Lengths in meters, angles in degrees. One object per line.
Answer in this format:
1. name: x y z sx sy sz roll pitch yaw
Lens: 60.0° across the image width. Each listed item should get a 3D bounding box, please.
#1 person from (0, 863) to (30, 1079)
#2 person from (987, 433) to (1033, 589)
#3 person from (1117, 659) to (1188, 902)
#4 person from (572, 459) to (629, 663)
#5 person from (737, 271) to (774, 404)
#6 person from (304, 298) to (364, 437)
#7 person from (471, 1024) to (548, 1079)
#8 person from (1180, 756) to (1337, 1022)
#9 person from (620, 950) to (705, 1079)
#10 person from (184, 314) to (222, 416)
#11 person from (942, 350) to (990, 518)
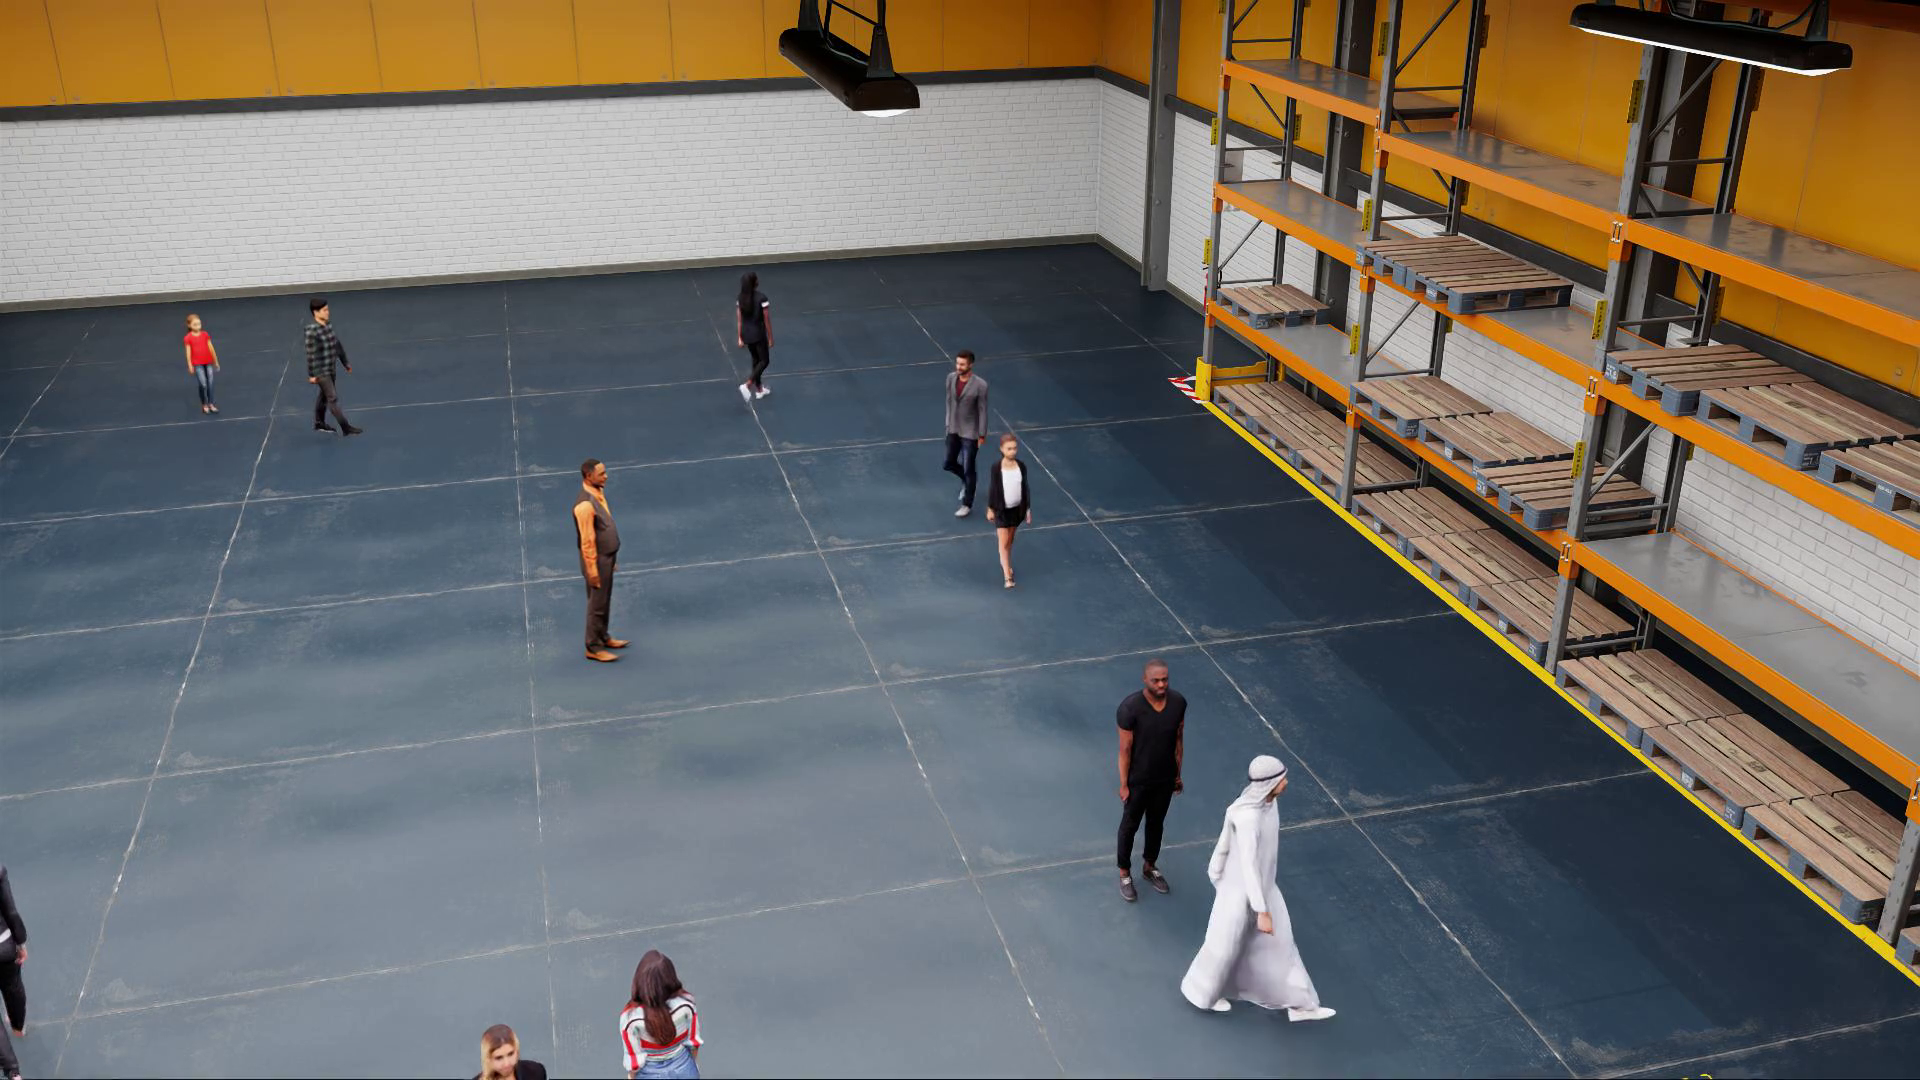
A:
1. person: -5.772 2.459 9.846 0.950 1.700 1.173 -21 31 -39
2. person: 0.454 -0.340 16.463 0.558 1.527 0.953 -6 24 -14
3. person: 1.312 1.636 11.579 0.669 1.819 0.569 -8 25 -17
4. person: -3.248 0.164 14.838 0.807 1.906 0.650 1 24 2
5. person: -2.663 -2.573 21.343 0.980 1.712 1.059 11 26 24
6. person: -7.721 -2.081 19.987 0.977 1.697 1.037 3 24 8
7. person: -2.280 3.104 8.423 0.714 1.657 0.888 -12 27 -26
8. person: 1.682 2.162 10.293 1.266 1.885 1.184 14 27 29
9. person: -1.588 2.892 8.963 0.620 1.614 0.563 -10 26 -22
10. person: -9.641 -2.247 21.109 0.625 1.300 0.580 21 31 39
11. person: 0.087 -1.191 17.996 0.936 1.860 0.990 16 28 32
